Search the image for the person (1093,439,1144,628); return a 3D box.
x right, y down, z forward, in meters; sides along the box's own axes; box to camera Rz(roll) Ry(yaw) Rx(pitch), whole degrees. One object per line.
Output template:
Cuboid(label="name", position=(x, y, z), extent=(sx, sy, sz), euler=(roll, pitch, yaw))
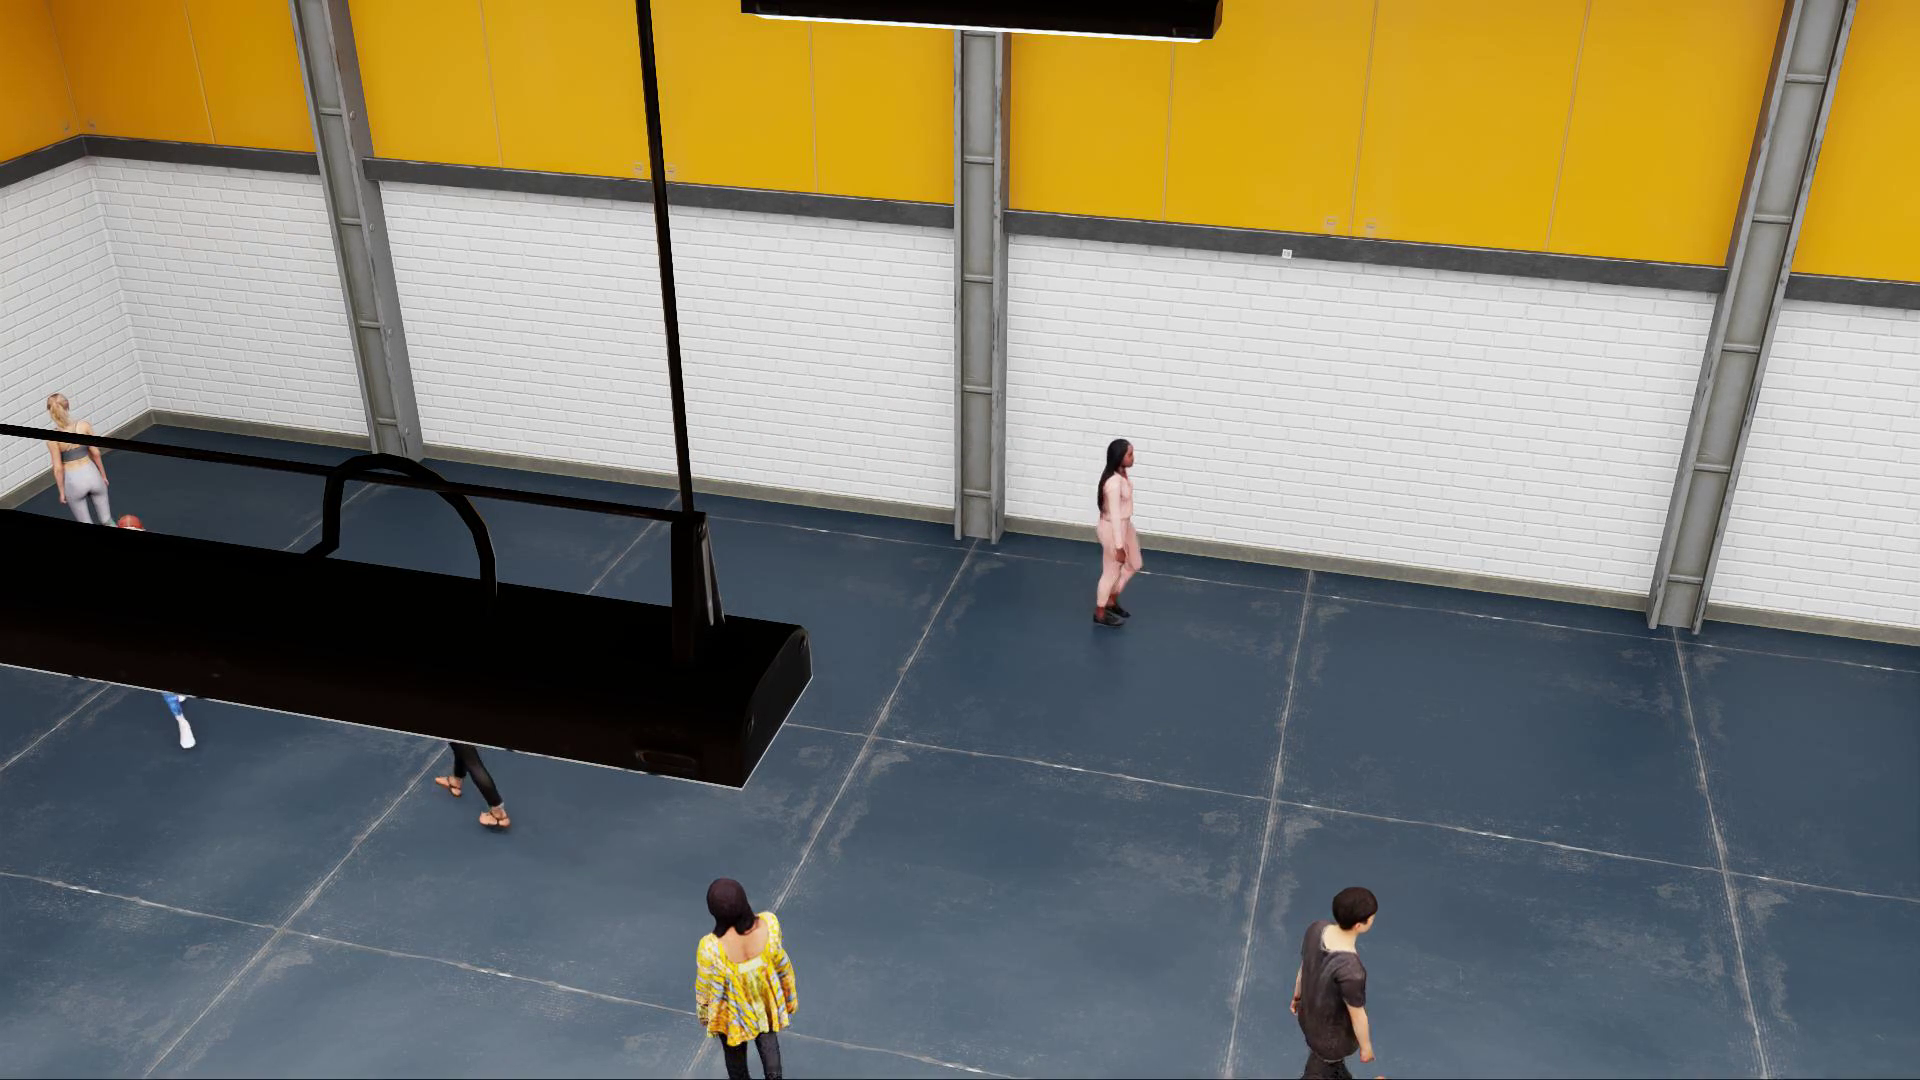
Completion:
Cuboid(label="person", position=(1.179, -0.049, 13.515), extent=(0.585, 1.708, 0.634), euler=(7, 29, 13))

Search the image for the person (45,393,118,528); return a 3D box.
Cuboid(label="person", position=(-7.529, -0.467, 14.284), extent=(0.629, 1.705, 0.637), euler=(22, 36, 35))

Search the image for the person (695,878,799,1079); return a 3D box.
Cuboid(label="person", position=(-1.123, 2.509, 8.893), extent=(0.885, 1.643, 0.944), euler=(-16, 33, -27))

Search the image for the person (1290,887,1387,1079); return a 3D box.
Cuboid(label="person", position=(1.875, 2.547, 8.783), extent=(1.087, 1.682, 0.934), euler=(-8, 30, -14))

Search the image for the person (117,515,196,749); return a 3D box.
Cuboid(label="person", position=(-5.927, 0.597, 12.302), extent=(1.116, 1.745, 1.163), euler=(-15, 32, -26))
